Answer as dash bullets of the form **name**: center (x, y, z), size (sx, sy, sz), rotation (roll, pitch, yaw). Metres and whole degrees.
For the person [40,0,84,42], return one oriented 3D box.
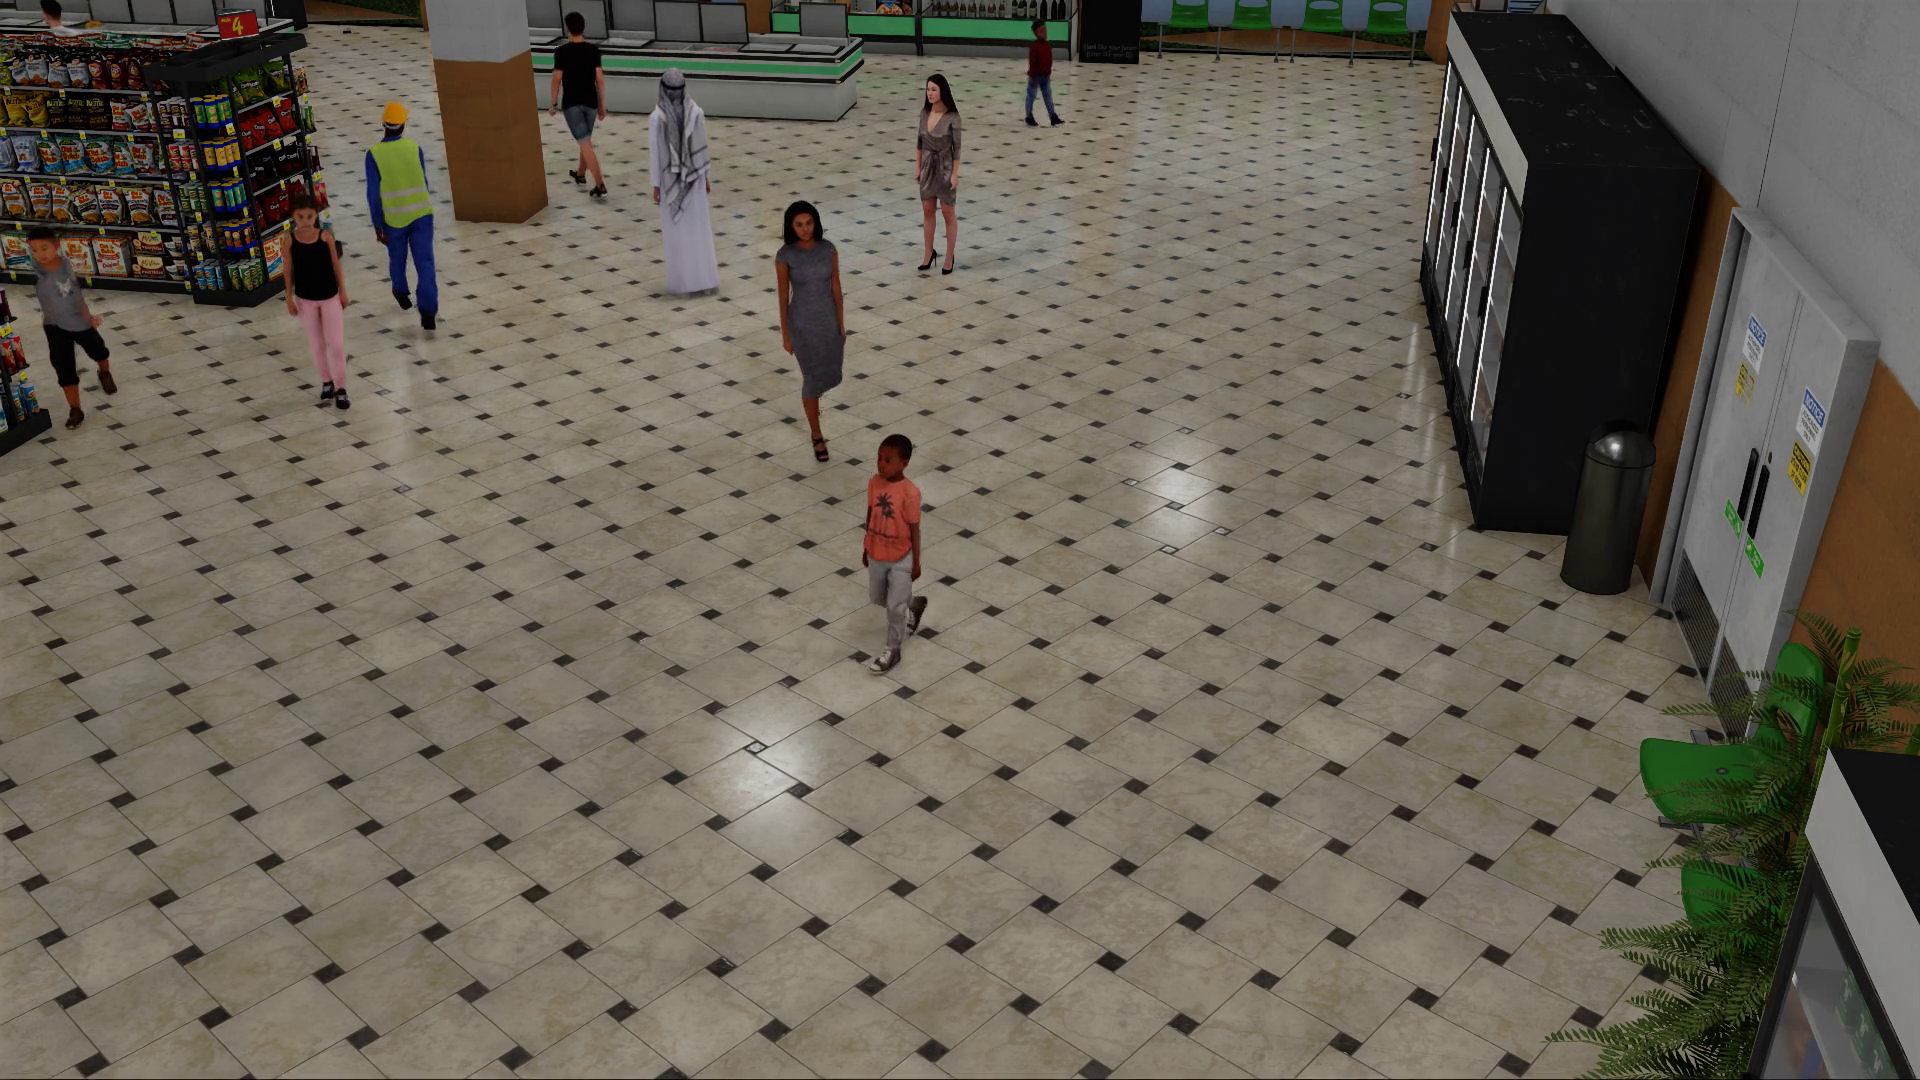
- **person**: center (-9.316, -4.744, 17.556), size (1.134, 1.842, 0.932), rotation (16, 31, 28)

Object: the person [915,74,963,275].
- **person**: center (-0.190, -3.228, 14.672), size (0.562, 1.747, 0.710), rotation (15, 31, 27)

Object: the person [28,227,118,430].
- **person**: center (-6.359, -1.619, 11.889), size (1.139, 1.394, 0.963), rotation (-8, 28, -15)

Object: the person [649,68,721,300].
- **person**: center (-2.344, -3.001, 14.025), size (0.777, 1.926, 0.861), rotation (-14, 30, -25)

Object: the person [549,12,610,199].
- **person**: center (-3.799, -4.350, 16.820), size (1.151, 1.804, 1.253), rotation (-20, 33, -34)

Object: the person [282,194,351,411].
- **person**: center (-4.607, -1.735, 11.957), size (0.801, 1.539, 0.796), rotation (-7, 28, -13)

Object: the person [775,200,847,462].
- **person**: center (-1.008, -1.400, 11.047), size (0.850, 1.764, 0.880), rotation (-11, 29, -21)

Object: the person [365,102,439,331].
- **person**: center (-4.394, -2.530, 13.288), size (1.235, 1.752, 1.217), rotation (-14, 30, -26)

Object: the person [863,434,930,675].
- **person**: center (-0.319, 0.038, 8.726), size (0.780, 1.300, 0.758), rotation (20, 33, 34)

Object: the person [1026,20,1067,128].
- **person**: center (0.892, -5.539, 19.793), size (0.764, 1.236, 0.862), rotation (-23, 35, -37)
